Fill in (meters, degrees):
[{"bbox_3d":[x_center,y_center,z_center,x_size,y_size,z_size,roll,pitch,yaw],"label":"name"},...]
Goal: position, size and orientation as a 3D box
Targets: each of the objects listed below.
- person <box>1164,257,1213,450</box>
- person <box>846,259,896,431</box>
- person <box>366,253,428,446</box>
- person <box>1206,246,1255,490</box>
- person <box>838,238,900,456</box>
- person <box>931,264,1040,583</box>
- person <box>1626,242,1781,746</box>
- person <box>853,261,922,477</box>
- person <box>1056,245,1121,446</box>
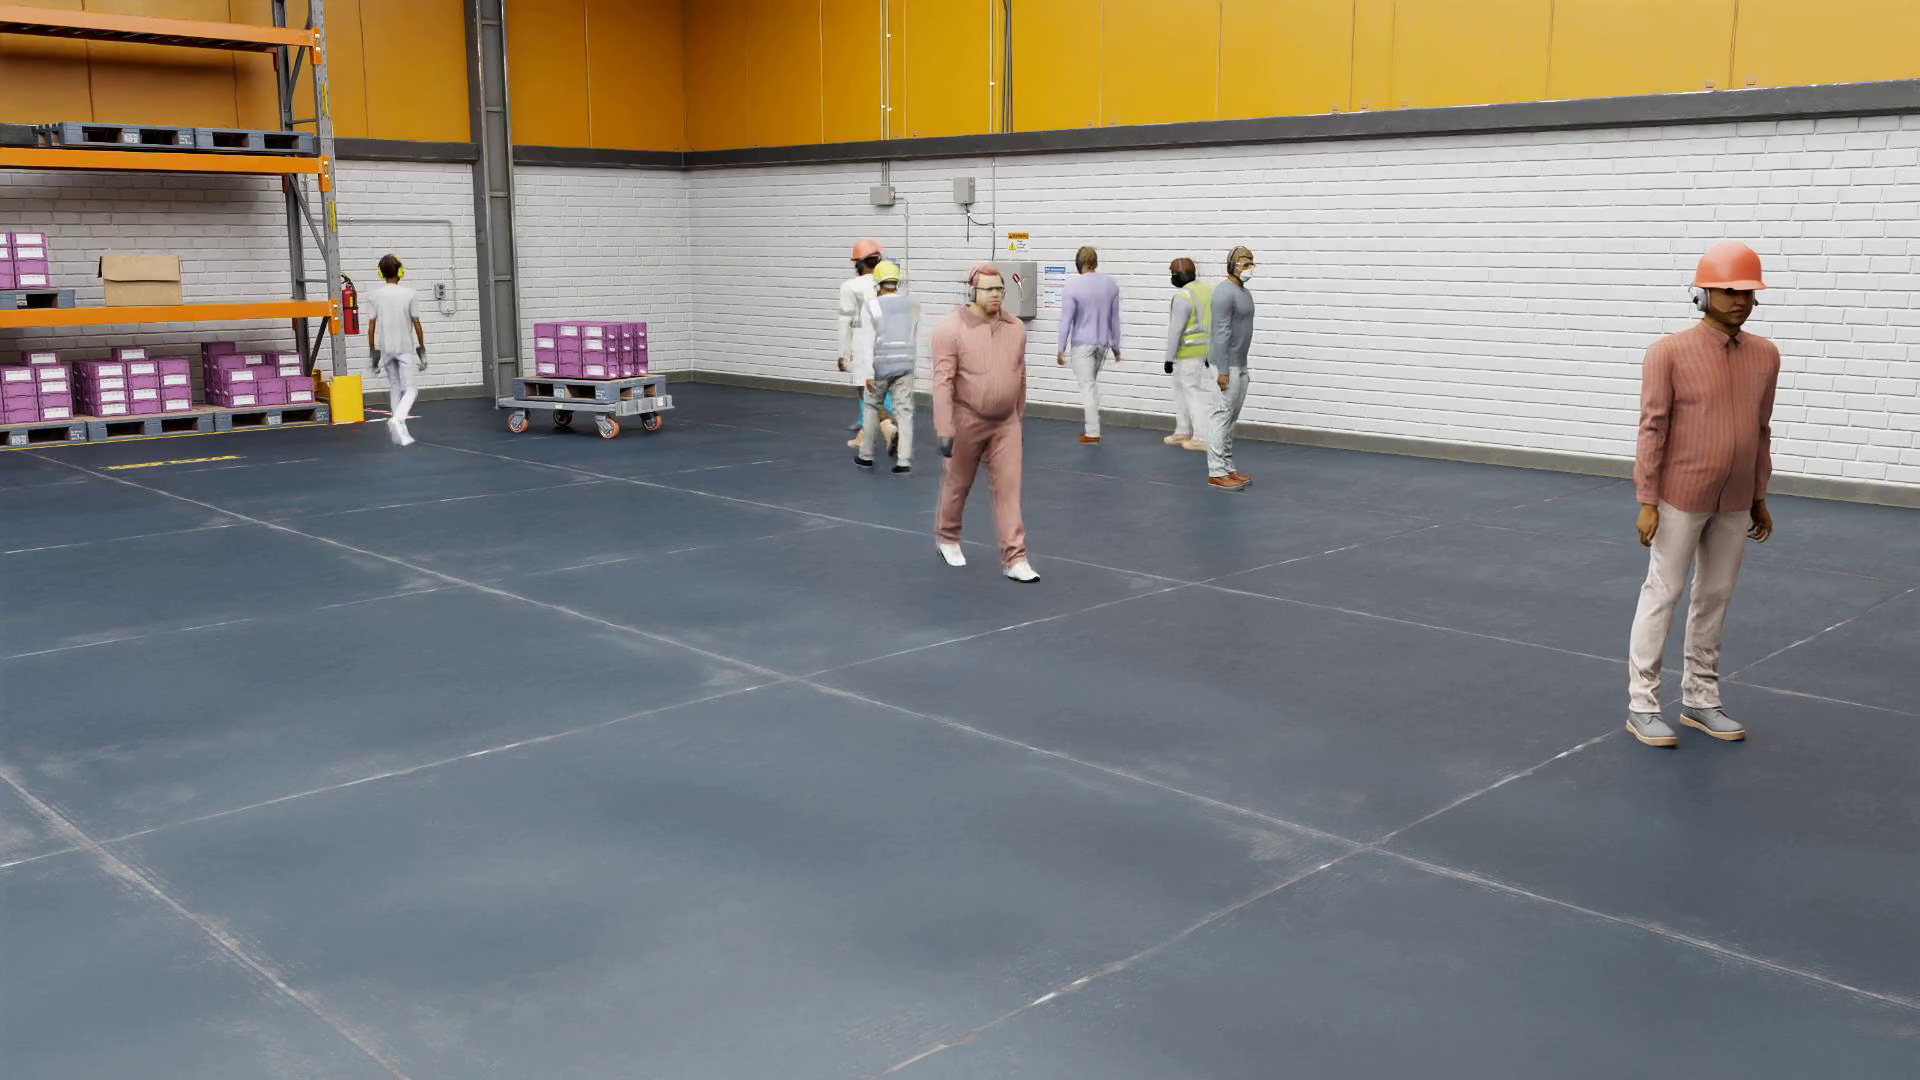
[{"bbox_3d":[2.085,-1.749,15.700,0.696,1.810,0.640,6,12,30],"label":"person"},{"bbox_3d":[-0.893,-1.994,16.997,0.610,1.825,0.590,4,11,20],"label":"person"},{"bbox_3d":[-5.367,-1.793,15.838,0.524,1.856,0.702,0,10,1],"label":"person"},{"bbox_3d":[2.185,-1.381,13.359,0.376,1.937,0.629,5,11,25],"label":"person"},{"bbox_3d":[-0.799,-1.777,15.359,0.614,2.010,0.958,-7,12,-32],"label":"person"},{"bbox_3d":[0.126,-0.704,9.905,0.664,1.858,1.013,-5,12,-25],"label":"person"},{"bbox_3d":[2.965,-0.171,6.600,0.617,1.993,0.396,-3,11,-15],"label":"person"},{"bbox_3d":[-0.633,-1.456,14.135,0.590,1.794,0.852,-5,11,-25],"label":"person"},{"bbox_3d":[1.188,-1.872,16.073,0.664,1.919,0.641,-7,12,-33],"label":"person"}]
